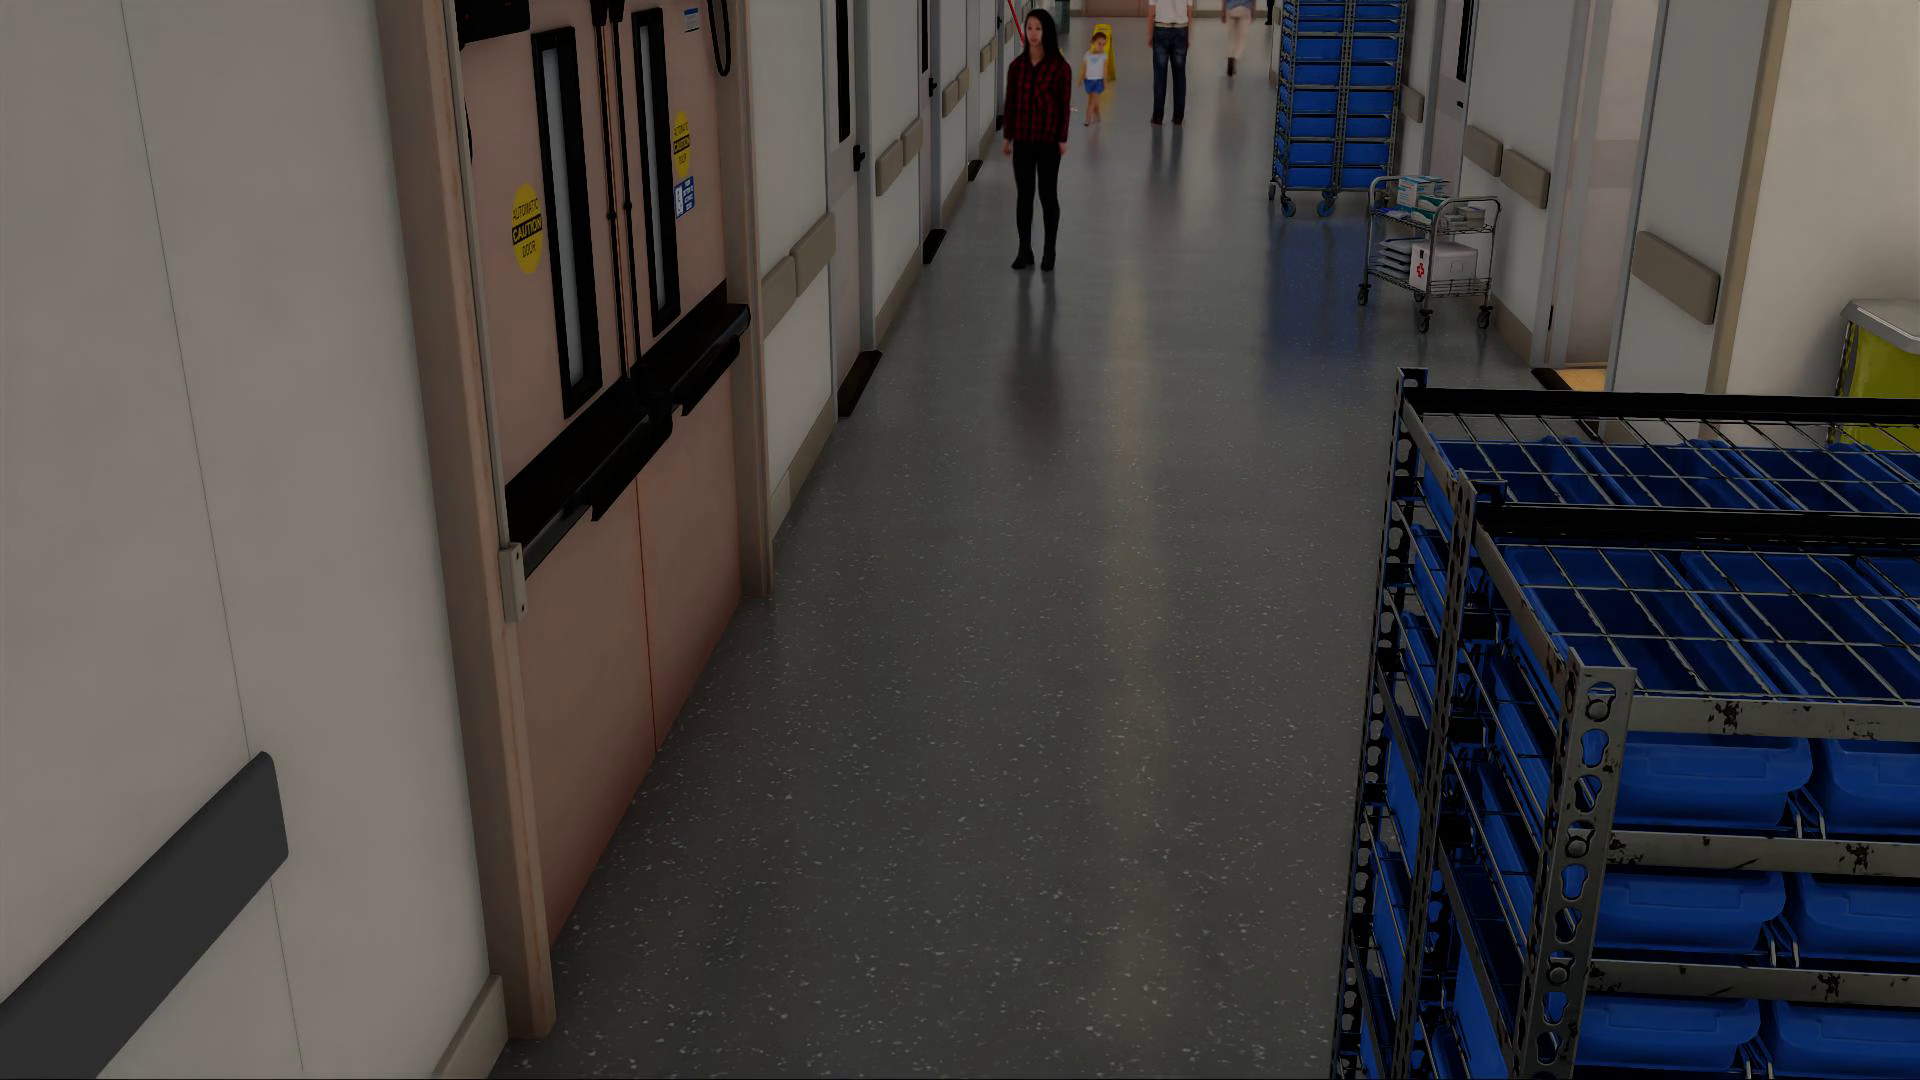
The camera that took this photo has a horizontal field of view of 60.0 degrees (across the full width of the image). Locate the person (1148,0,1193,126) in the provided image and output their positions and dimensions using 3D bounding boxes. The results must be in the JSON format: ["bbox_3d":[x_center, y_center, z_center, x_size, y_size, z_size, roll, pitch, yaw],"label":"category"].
[{"bbox_3d":[2.326,-5.549,18.379,0.673,1.850,0.597,-1,21,-2],"label":"person"}]

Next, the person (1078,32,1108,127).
[{"bbox_3d":[1.494,-5.052,18.283,0.604,0.989,0.802,9,23,23],"label":"person"}]

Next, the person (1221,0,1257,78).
[{"bbox_3d":[3.906,-7.419,23.365,0.877,1.815,1.177,8,22,20],"label":"person"}]

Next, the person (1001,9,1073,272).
[{"bbox_3d":[0.508,-2.633,10.954,0.641,1.657,0.597,8,22,20],"label":"person"}]
